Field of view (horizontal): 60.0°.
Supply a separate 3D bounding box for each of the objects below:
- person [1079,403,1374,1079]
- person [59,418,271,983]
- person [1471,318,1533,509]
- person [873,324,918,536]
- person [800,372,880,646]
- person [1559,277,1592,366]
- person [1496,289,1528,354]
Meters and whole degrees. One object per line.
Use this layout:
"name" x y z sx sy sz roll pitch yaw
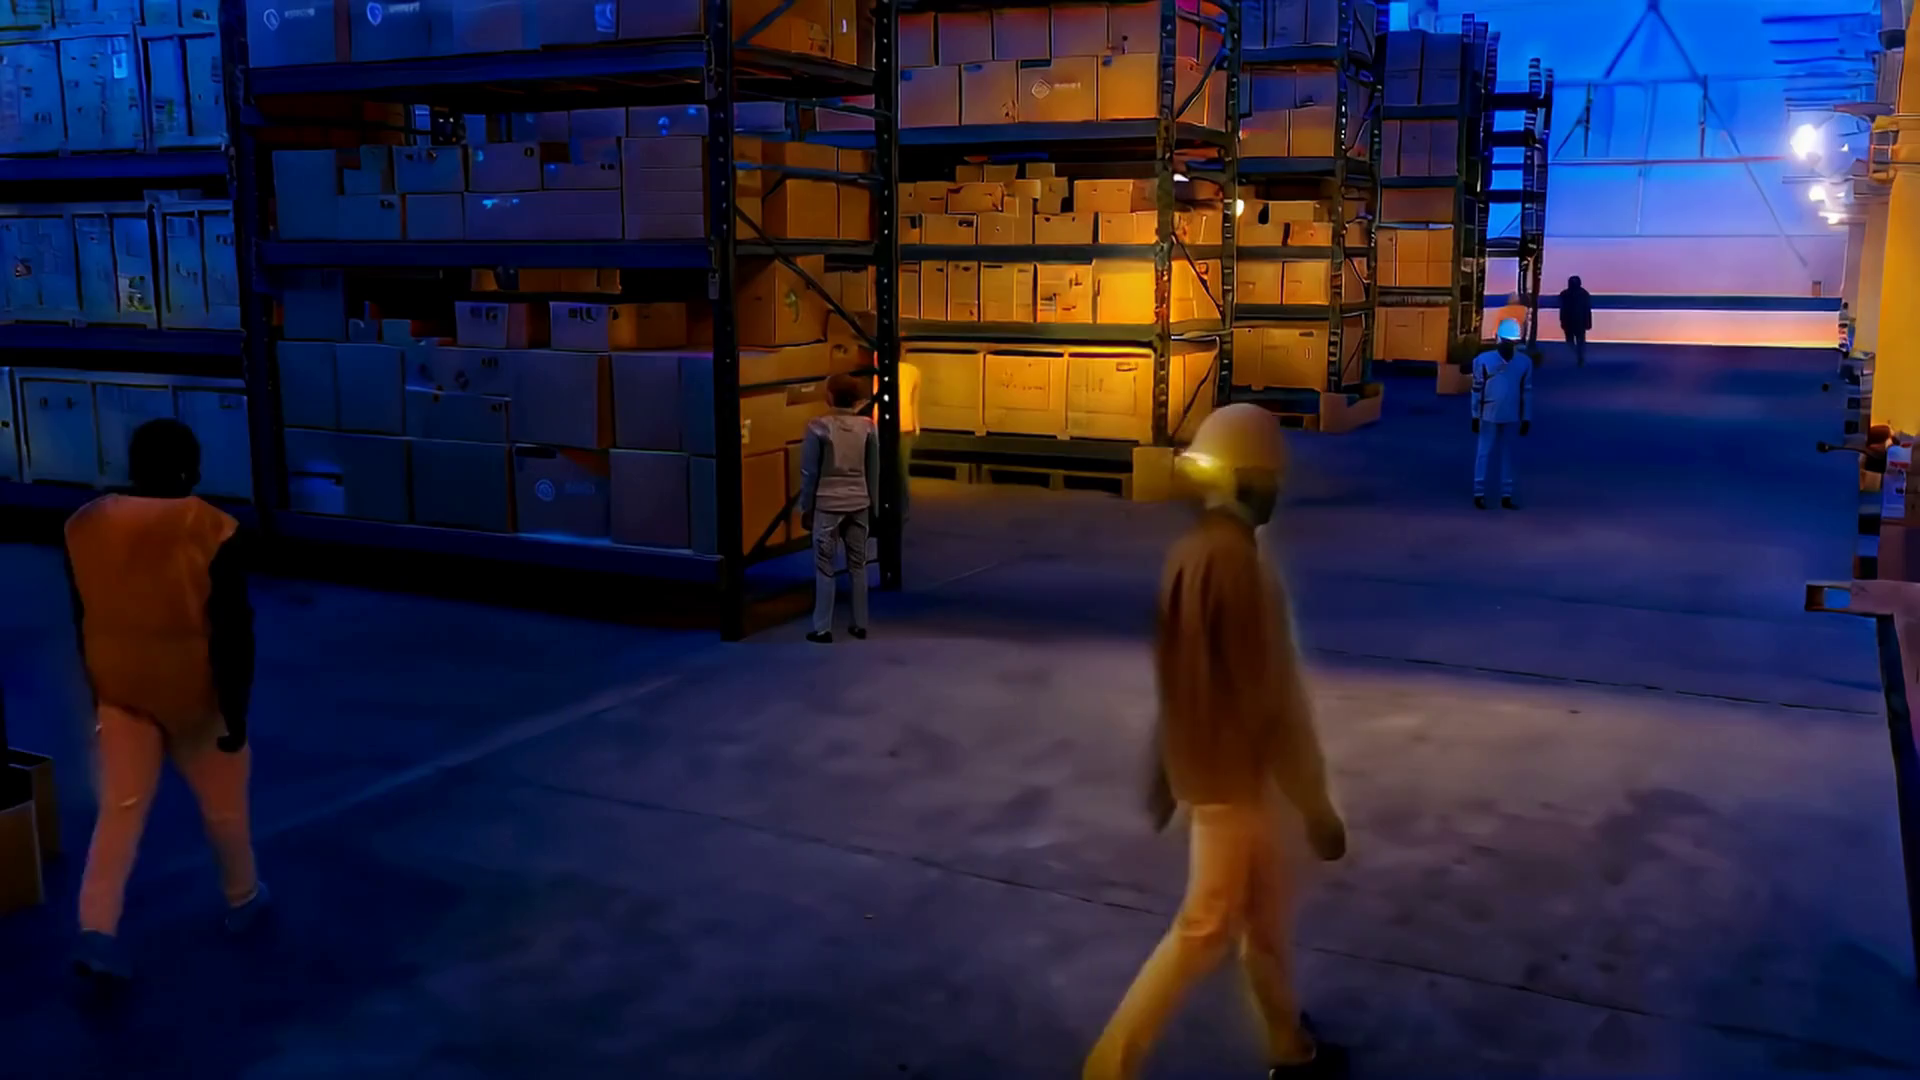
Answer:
"person" 0.696 0.615 4.385 0.975 1.957 0.620 -2 10 -12
"person" -2.625 0.509 5.443 0.622 1.808 0.902 0 10 -2
"person" 4.936 -1.141 15.144 0.564 1.743 0.348 0 10 -1
"person" -0.555 -0.891 13.639 0.376 1.750 0.551 9 13 43
"person" -0.707 -0.182 9.920 0.525 1.632 0.312 -6 12 -32
"person" 12.742 -4.526 34.467 0.657 1.854 0.964 3 10 15
"person" 9.475 -3.446 28.540 0.512 1.709 0.784 5 11 25
